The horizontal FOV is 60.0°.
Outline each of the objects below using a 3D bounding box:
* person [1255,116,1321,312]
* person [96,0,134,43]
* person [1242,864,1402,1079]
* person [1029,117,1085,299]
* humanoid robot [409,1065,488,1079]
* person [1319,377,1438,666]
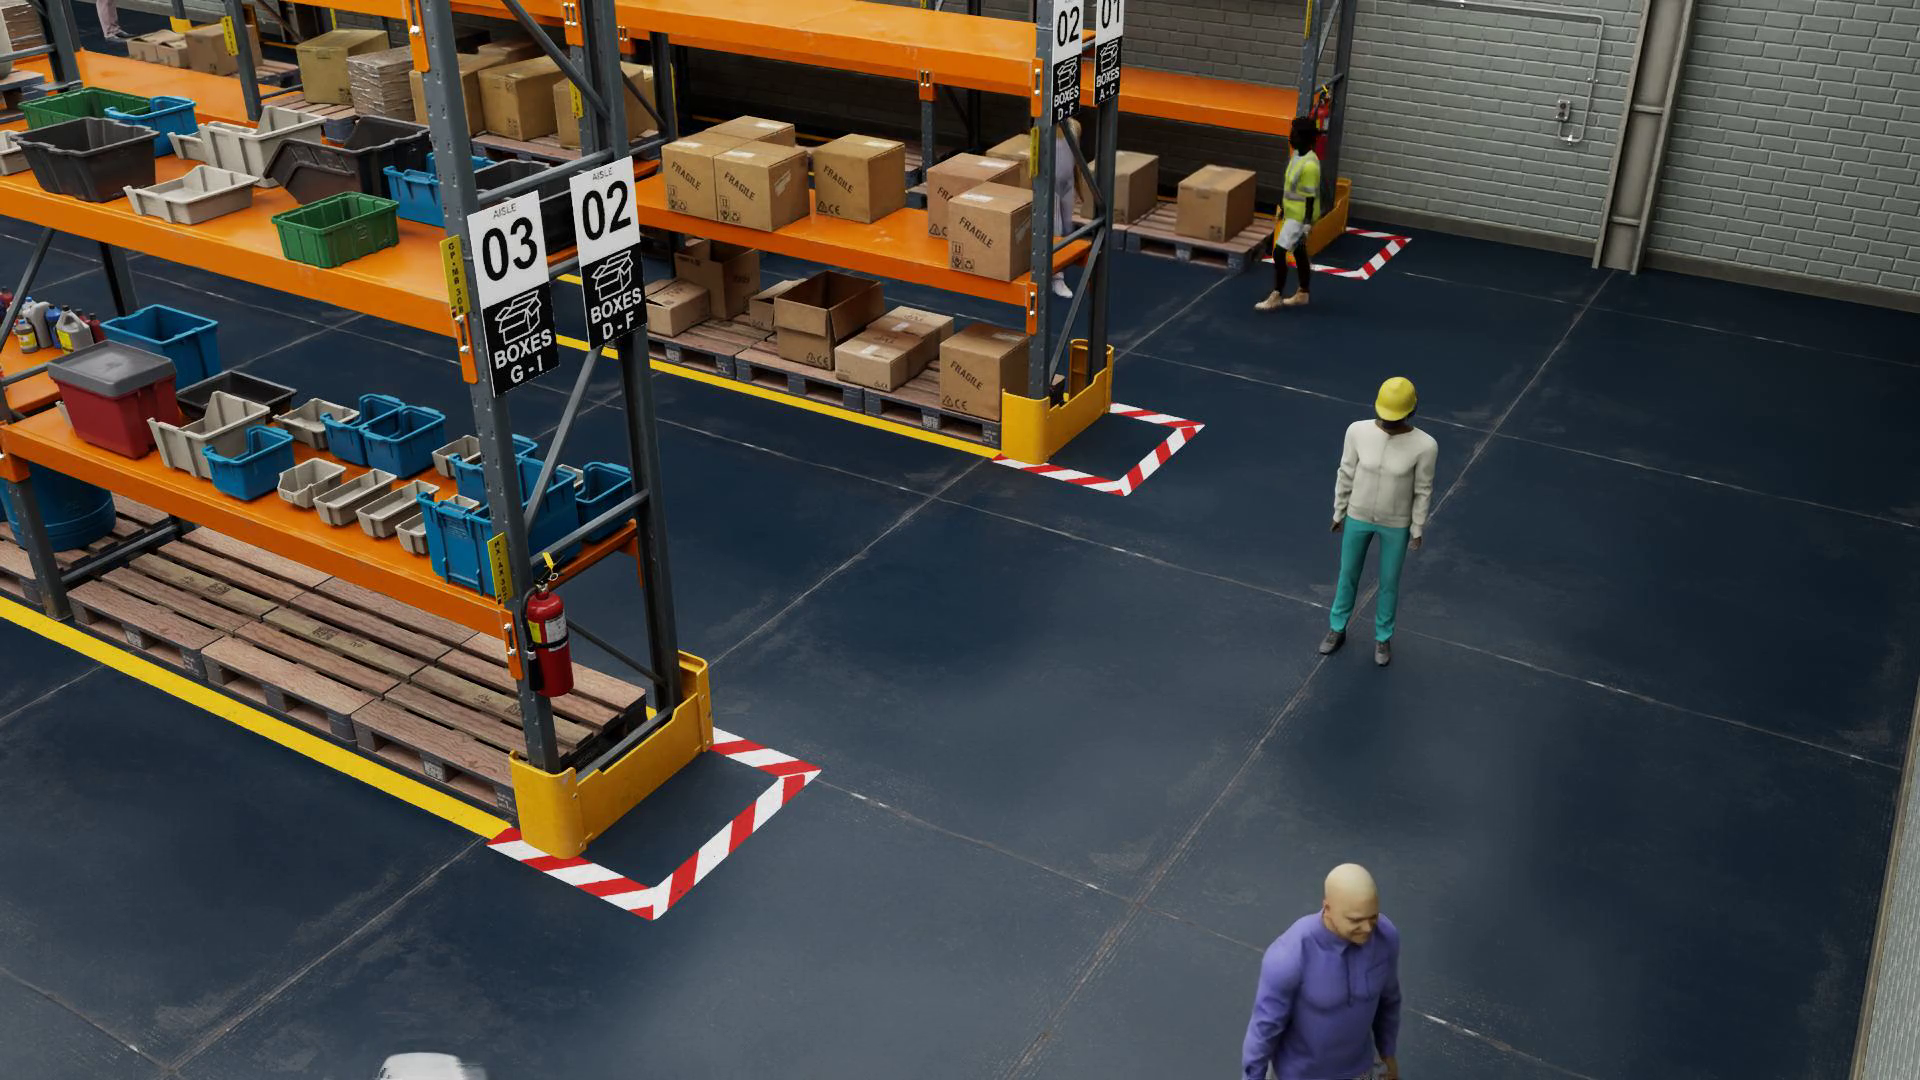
[{"bbox_3d":[2.775,-2.752,14.122,0.636,1.673,0.545,0,29,0],"label":"person"},{"bbox_3d":[-11.993,-7.919,23.222,0.390,1.847,0.562,0,29,0],"label":"person"},{"bbox_3d":[1.241,1.819,5.810,0.608,1.792,0.396,-10,31,-18],"label":"person"},{"bbox_3d":[0.812,-3.110,14.604,0.528,1.835,0.794,-17,33,-28],"label":"person"},{"bbox_3d":[-1.506,2.224,5.187,0.553,1.843,0.663,-10,31,-17],"label":"humanoid robot"},{"bbox_3d":[2.339,-0.107,9.295,0.522,1.760,0.323,12,31,20],"label":"person"}]
